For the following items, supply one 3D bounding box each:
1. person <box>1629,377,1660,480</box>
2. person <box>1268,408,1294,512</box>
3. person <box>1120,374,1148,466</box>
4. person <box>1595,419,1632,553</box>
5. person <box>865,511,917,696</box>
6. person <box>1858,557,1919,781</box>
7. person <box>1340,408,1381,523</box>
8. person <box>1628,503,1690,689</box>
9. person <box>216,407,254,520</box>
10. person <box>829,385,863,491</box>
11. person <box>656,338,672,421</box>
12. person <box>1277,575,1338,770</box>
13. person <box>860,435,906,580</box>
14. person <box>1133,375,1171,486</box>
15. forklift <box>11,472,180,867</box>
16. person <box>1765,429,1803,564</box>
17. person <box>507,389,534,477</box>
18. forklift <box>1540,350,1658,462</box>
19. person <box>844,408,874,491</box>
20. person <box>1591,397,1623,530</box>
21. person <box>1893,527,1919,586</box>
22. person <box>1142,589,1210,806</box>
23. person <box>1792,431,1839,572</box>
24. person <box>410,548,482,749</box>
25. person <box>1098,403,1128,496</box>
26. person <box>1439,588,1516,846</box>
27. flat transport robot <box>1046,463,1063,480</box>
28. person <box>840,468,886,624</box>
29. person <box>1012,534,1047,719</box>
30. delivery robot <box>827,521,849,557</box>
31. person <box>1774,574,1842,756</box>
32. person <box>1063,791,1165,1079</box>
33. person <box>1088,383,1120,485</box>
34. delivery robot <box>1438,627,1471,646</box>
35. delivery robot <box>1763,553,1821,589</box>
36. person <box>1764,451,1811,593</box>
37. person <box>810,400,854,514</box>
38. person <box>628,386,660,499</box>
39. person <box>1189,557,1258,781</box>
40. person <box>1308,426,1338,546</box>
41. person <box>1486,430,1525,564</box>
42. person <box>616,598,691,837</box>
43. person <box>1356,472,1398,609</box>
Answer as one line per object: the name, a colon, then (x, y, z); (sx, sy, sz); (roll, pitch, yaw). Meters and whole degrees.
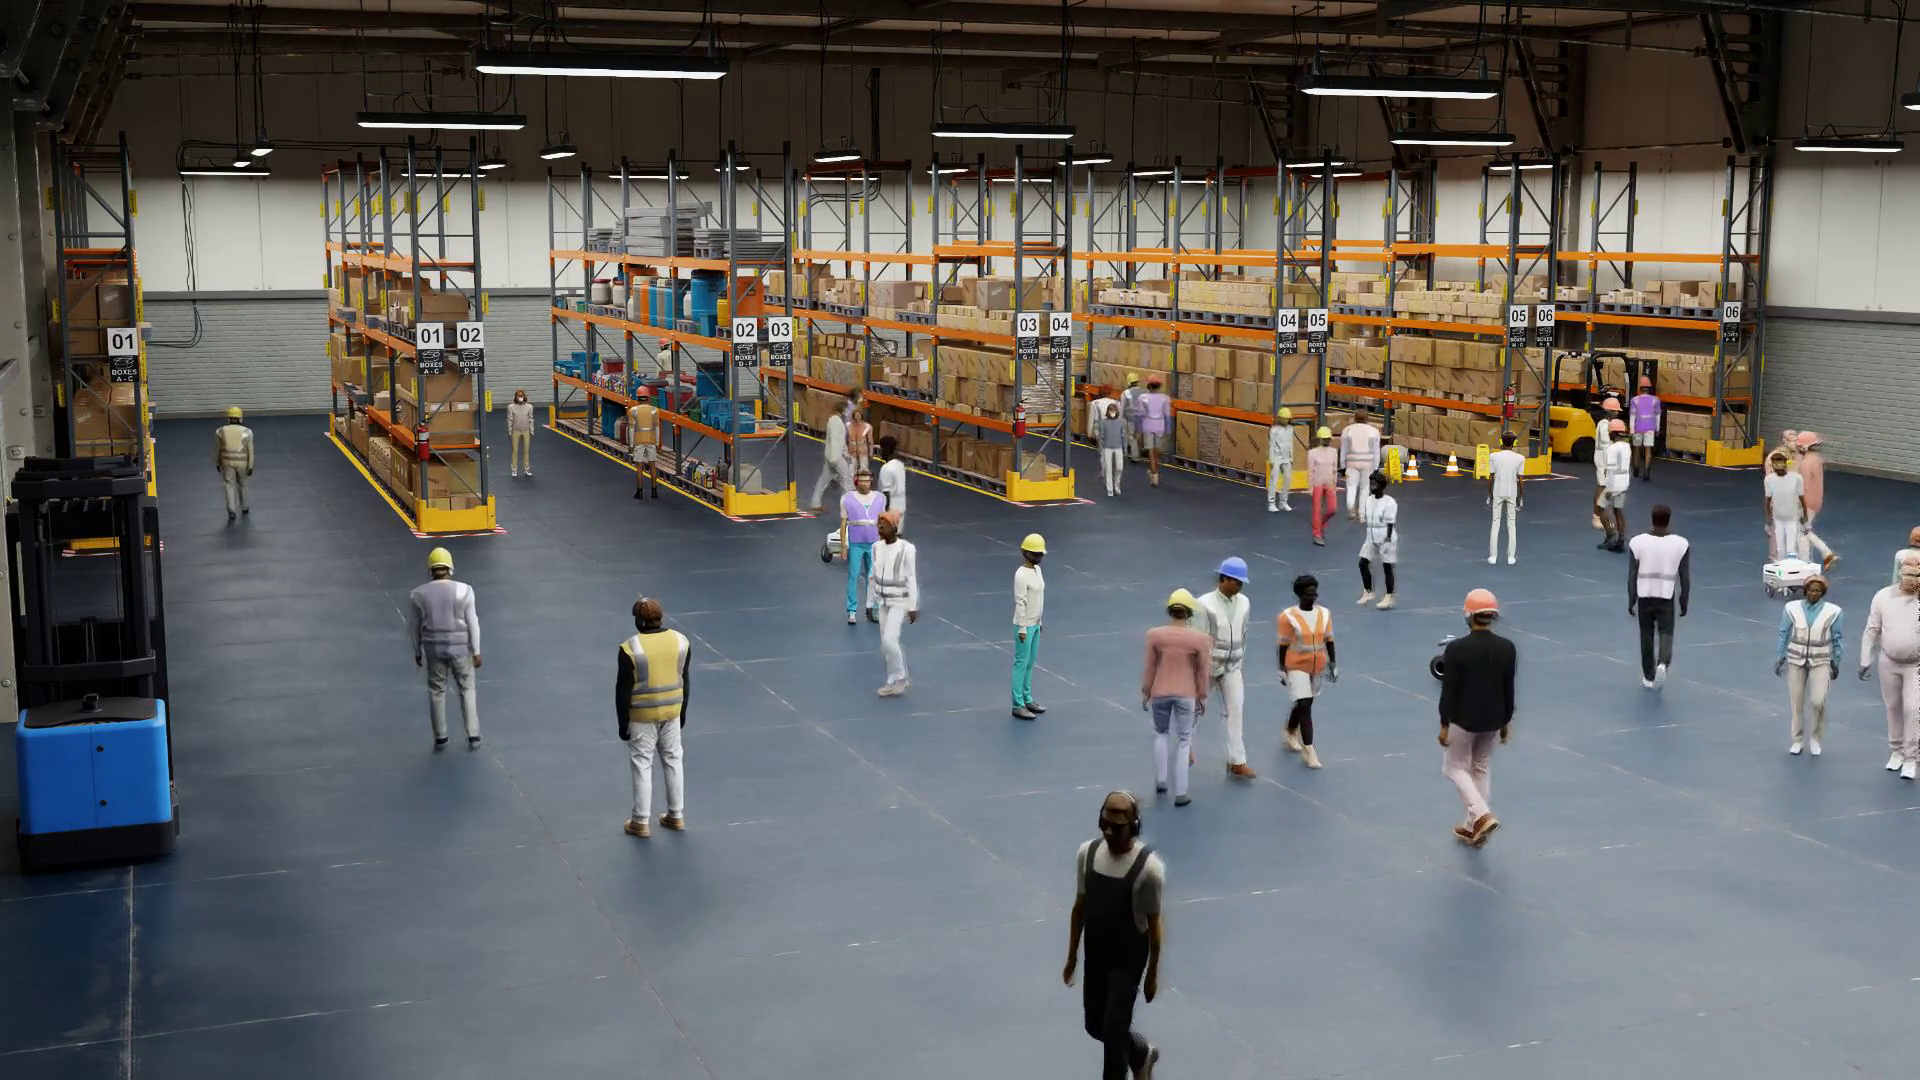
person: (12.697, -2.073, 38.853); (0.548, 1.895, 0.996); (2, 9, 16)
person: (5.271, -1.315, 34.360); (0.497, 1.714, 0.453); (-6, 10, -34)
person: (3.378, -2.378, 41.231); (0.601, 1.776, 0.936); (-4, 9, -23)
person: (9.398, -0.786, 30.148); (0.565, 1.915, 0.511); (-8, 12, -43)
person: (-0.707, 0.639, 20.817); (0.434, 1.864, 0.600); (-8, 12, -44)
person: (7.998, 1.088, 17.802); (0.659, 1.874, 0.859); (7, 11, 39)
person: (6.313, -1.165, 33.018); (0.624, 1.829, 0.546); (2, 9, 14)
person: (7.047, 0.578, 21.151); (0.593, 1.898, 0.688); (3, 9, 17)
person: (-11.638, -1.237, 33.604); (0.593, 1.797, 0.915); (-2, 9, -13)
person: (-1.989, -1.774, 36.773); (0.628, 1.911, 0.656); (3, 9, 17)
person: (-7.127, -3.904, 50.725); (0.407, 1.986, 0.615); (6, 11, 37)
person: (3.018, 1.120, 18.410); (0.534, 1.673, 0.823); (-4, 9, -25)
person: (-1.021, -0.411, 27.586); (0.778, 1.932, 0.634); (4, 9, 24)
person: (3.483, -1.997, 37.988); (0.628, 1.989, 1.040); (-2, 9, -11)
forklift: (-6.630, 0.886, 15.957); (1.129, 2.768, 1.873); (-3, 9, -21)
person: (11.374, -0.575, 28.842); (0.658, 1.915, 0.423); (-5, 10, -28)
person: (-8.233, -2.009, 39.253); (0.497, 1.633, 0.283); (-4, 9, -25)
forklift: (12.897, -2.725, 42.309); (2.313, 2.155, 1.214); (-3, 9, -21)
person: (-1.722, -1.413, 35.282); (0.538, 1.618, 0.561); (1, 9, 6)
person: (10.034, -1.190, 32.445); (0.395, 2.038, 0.615); (2, 9, 12)
person: (9.778, 0.667, 21.448); (0.328, 1.625, 0.516); (-6, 10, -34)
person: (1.763, 1.273, 17.090); (0.534, 1.730, 0.579); (2, 9, 13)
person: (11.325, -0.467, 27.862); (0.573, 1.977, 0.618); (6, 10, 35)
person: (-4.600, 0.975, 18.736); (0.635, 1.818, 0.425); (0, 9, 0)
person: (2.649, -1.563, 36.295); (0.523, 1.621, 0.356); (0, 9, 0)
person: (3.902, 1.351, 15.714); (0.636, 1.973, 0.576); (-3, 9, -19)
flat transport robot: (1.531, -1.289, 39.116); (0.652, 0.197, 1.431); (-3, 9, -20)
person: (-1.140, 0.059, 24.767); (0.574, 1.841, 0.374); (-3, 9, -19)
person: (0.681, 0.811, 20.027); (0.326, 1.762, 0.533); (3, 9, 21)
delivery robot: (-1.576, -0.017, 29.383); (0.477, 0.478, 0.707); (4, 9, 23)
person: (7.480, 1.108, 18.495); (0.538, 1.626, 0.448); (5, 10, 30)
person: (0.835, 2.159, 10.829); (0.519, 1.826, 0.787); (7, 11, 40)
person: (2.644, -1.934, 38.090); (0.587, 1.850, 0.942); (-2, 9, -16)
delivery robot: (5.305, 1.015, 21.641); (0.698, 0.223, 0.335); (6, 11, 37)
delivery robot: (10.539, 0.411, 26.527); (0.707, 0.478, 0.477); (-3, 9, -21)
person: (10.509, -0.224, 26.690); (0.580, 1.828, 0.471); (8, 12, 43)
person: (-1.959, -1.337, 33.985); (1.054, 1.874, 0.654); (-1, 9, -6)
person: (-5.443, -1.688, 36.097); (0.545, 1.941, 0.351); (-3, 9, -19)
person: (2.199, 1.065, 17.978); (0.626, 1.880, 1.042); (-4, 9, -23)
person: (5.338, -0.798, 30.779); (0.524, 1.758, 0.367); (-3, 9, -20)
person: (7.575, -0.597, 29.108); (0.500, 1.862, 0.331); (2, 9, 12)
person: (-2.376, 1.354, 16.182); (0.629, 1.837, 0.429); (-6, 11, -36)
person: (5.103, 0.015, 25.617); (0.540, 1.680, 0.550); (-6, 10, -34)
